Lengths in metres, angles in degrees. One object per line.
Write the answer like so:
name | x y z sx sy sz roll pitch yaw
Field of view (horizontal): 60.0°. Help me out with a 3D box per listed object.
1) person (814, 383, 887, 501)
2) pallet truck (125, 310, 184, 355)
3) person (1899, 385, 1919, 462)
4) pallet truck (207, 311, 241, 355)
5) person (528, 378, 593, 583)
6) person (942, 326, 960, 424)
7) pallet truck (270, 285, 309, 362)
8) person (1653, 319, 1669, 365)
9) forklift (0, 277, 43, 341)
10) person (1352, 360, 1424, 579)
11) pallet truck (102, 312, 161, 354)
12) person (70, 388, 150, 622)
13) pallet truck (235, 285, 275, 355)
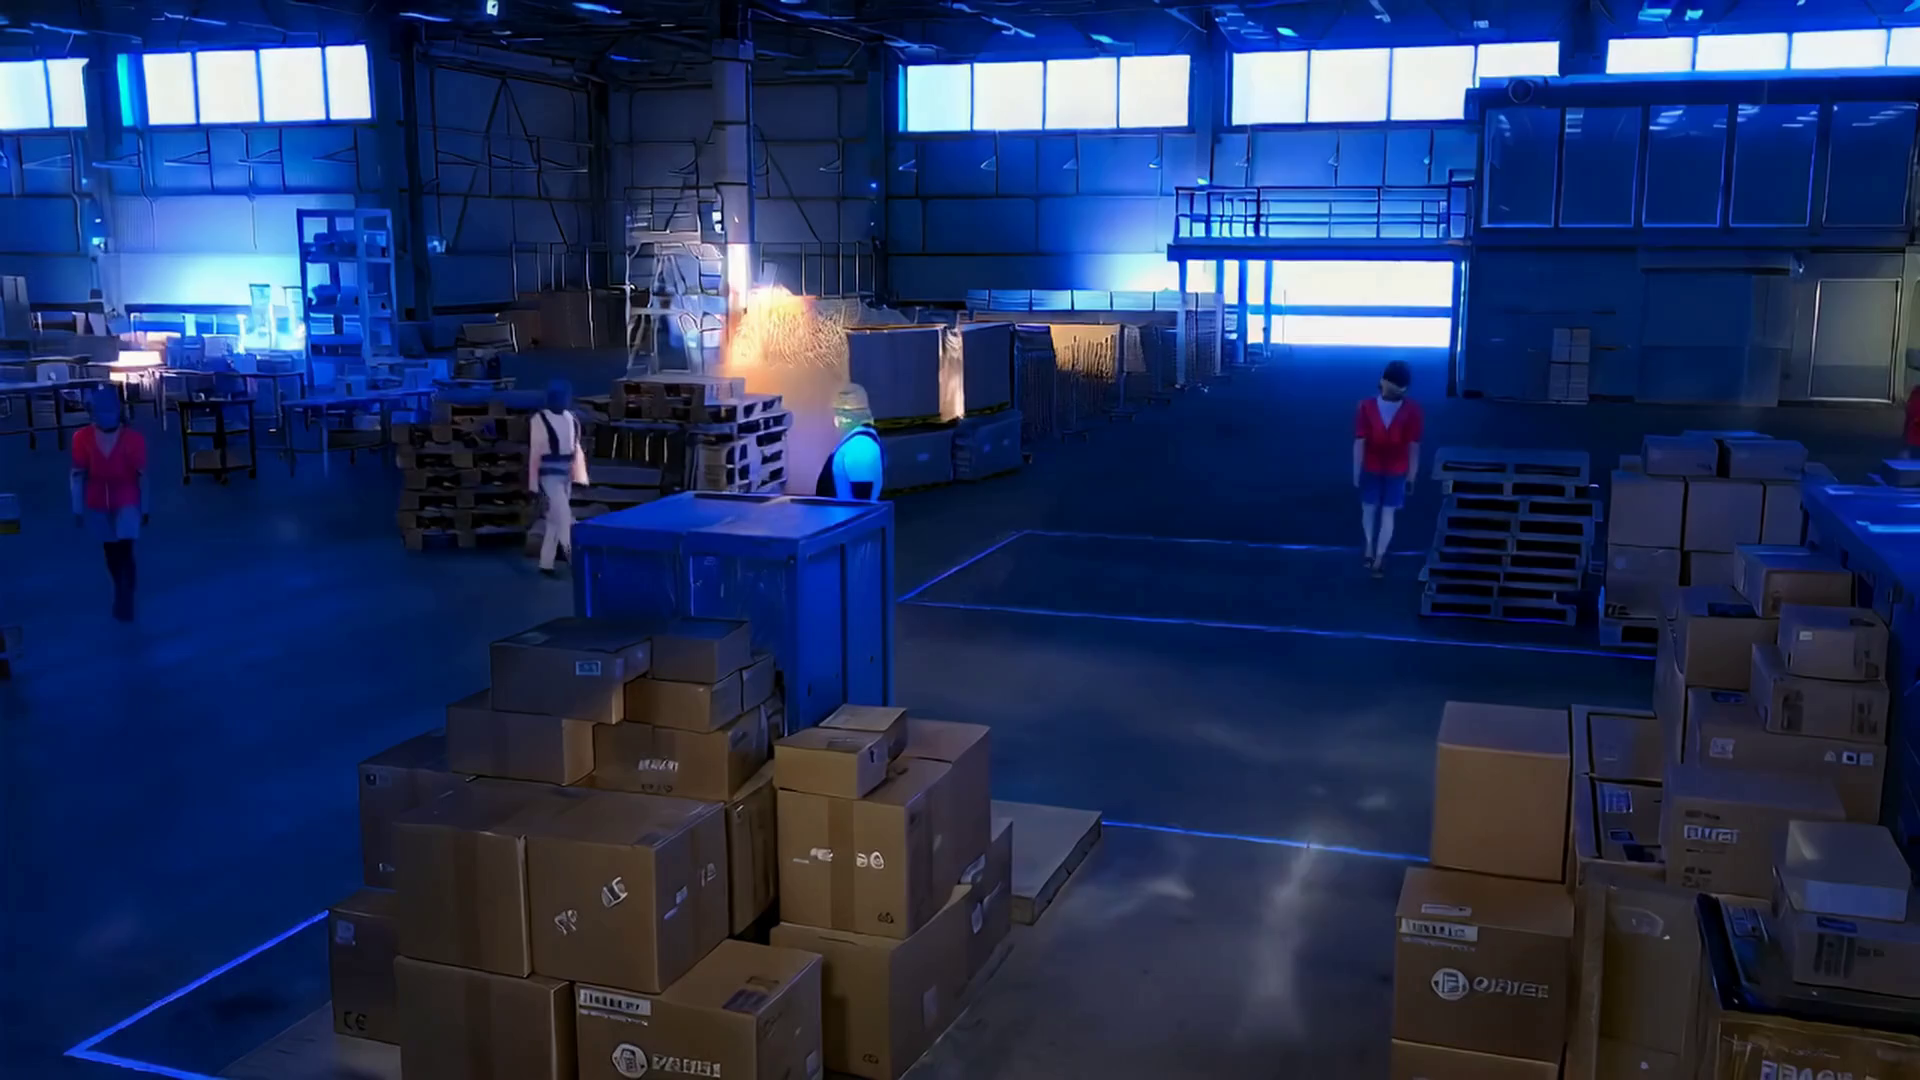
person | -0.805 -0.137 12.213 0.536 2.000 0.683 0 10 1
pallet truck | -22.038 -5.665 45.457 0.704 1.261 1.522 3 11 17
person | 10.343 -1.010 17.585 0.592 1.883 0.958 -4 11 -21
pallet truck | -19.537 -5.575 44.913 0.653 1.274 1.630 3 11 19
person | -3.460 -0.505 14.792 0.900 1.850 0.591 5 11 25
person | -0.117 -2.506 26.334 0.312 1.768 0.524 5 11 26
pallet truck | -17.147 -5.700 43.663 0.823 1.965 1.885 3 11 17
person | 17.662 -5.314 41.878 0.393 1.865 0.835 -3 11 -19
forklift | -27.151 -6.329 46.328 1.157 1.987 2.680 3 11 17
person | 3.884 -0.643 15.157 0.614 2.011 0.511 3 11 18
pallet truck | -23.057 -5.777 46.261 0.680 1.201 1.601 3 11 19
person | -6.891 -0.287 13.516 0.552 1.885 1.010 -3 11 -17
pallet truck | -18.327 -5.835 44.421 0.823 1.965 1.885 4 11 23
